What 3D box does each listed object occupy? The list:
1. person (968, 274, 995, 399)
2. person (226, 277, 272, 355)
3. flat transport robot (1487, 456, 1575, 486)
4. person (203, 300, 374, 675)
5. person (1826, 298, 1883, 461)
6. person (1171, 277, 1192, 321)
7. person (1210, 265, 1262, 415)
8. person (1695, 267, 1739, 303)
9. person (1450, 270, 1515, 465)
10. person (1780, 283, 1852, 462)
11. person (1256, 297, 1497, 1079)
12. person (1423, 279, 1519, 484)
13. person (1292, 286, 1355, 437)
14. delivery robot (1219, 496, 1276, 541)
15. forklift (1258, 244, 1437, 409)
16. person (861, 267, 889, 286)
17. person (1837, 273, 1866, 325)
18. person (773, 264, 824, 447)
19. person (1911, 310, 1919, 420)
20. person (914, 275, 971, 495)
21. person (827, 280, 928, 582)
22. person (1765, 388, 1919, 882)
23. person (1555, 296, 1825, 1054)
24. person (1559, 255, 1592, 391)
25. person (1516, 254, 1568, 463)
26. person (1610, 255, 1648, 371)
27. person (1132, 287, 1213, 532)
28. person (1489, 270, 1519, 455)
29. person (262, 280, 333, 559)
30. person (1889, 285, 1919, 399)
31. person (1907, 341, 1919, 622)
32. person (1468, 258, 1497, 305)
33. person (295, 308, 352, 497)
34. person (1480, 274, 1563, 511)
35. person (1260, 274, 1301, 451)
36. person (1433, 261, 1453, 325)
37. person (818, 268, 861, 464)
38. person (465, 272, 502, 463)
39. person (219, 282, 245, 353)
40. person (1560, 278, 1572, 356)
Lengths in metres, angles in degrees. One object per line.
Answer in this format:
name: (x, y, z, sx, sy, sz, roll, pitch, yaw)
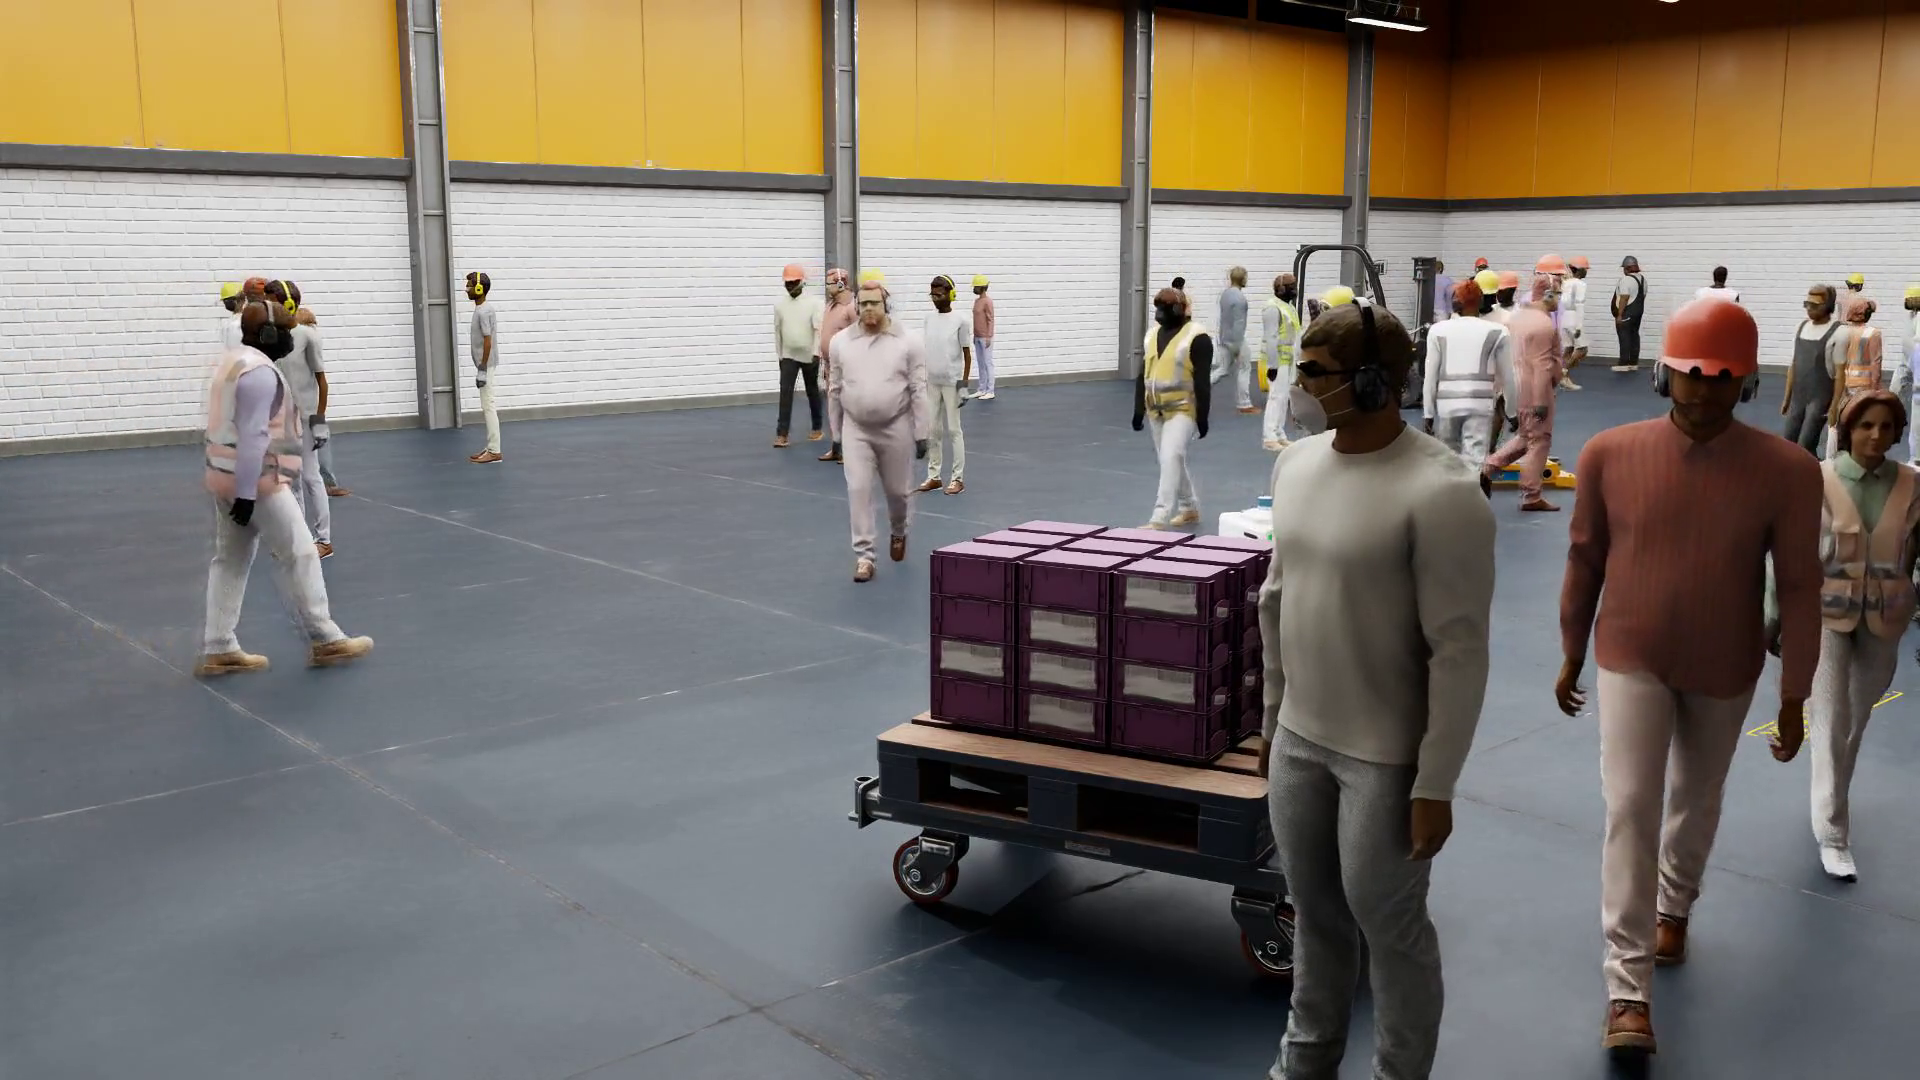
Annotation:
person: (0.313, -2.870, 23.555, 0.329, 1.765, 0.526, -4, 11, -23)
person: (-5.072, -1.000, 12.304, 0.674, 1.862, 0.615, 1, 10, 7)
flat transport robot: (4.658, -0.614, 14.710, 1.431, 0.197, 0.652, 0, 10, -1)
person: (-3.334, -0.256, 8.138, 0.896, 1.798, 0.649, -7, 12, -35)
person: (8.278, -1.415, 15.404, 0.306, 1.637, 0.523, -4, 11, -23)
person: (3.500, -3.400, 26.874, 0.531, 1.690, 0.321, 5, 11, 27)
person: (3.399, -2.531, 21.137, 0.875, 1.914, 0.630, -3, 10, -15)
person: (10.814, -2.970, 23.842, 0.602, 1.867, 0.989, 5, 11, 28)
person: (4.368, -1.314, 14.007, 0.598, 1.904, 0.468, 6, 11, 30)
person: (6.653, -1.076, 12.875, 0.581, 1.822, 0.554, -3, 10, -18)
person: (0.857, 0.452, 3.601, 0.377, 1.937, 0.629, -5, 11, -26)
person: (3.620, -0.904, 11.765, 0.619, 1.857, 0.748, 5, 11, 26)
person: (2.718, -0.987, 12.411, 0.560, 1.807, 0.601, -9, 13, -42)
delivery robot: (1.867, -0.024, 10.148, 0.477, 0.478, 0.707, -3, 10, -17)
forklift: (5.256, -2.933, 22.661, 2.313, 2.155, 1.214, 3, 10, 16)
person: (-0.978, -1.871, 17.290, 0.527, 1.908, 0.593, 5, 11, 28)
person: (13.483, -3.148, 25.173, 0.309, 1.769, 0.524, -2, 10, -11)
person: (-1.725, -1.993, 17.914, 0.609, 1.948, 1.010, 2, 10, 14)
person: (10.415, -1.908, 17.752, 0.404, 1.821, 0.588, 1, 10, 8)
person: (-0.144, -1.318, 14.177, 0.511, 1.865, 0.329, 7, 12, 35)
person: (-0.519, -0.716, 10.602, 0.650, 1.877, 0.833, 1, 10, 4)
person: (3.039, 0.272, 5.662, 0.530, 1.592, 0.890, 2, 10, 13)
person: (1.920, 0.323, 4.413, 0.638, 1.924, 1.056, 4, 10, 21)
person: (9.168, -3.230, 24.885, 0.490, 2.031, 0.605, -2, 10, -11)
person: (5.588, -1.705, 15.912, 0.611, 2.042, 0.395, -7, 12, -35)
person: (11.771, -4.004, 29.381, 0.688, 2.000, 0.536, -7, 12, -36)
person: (1.567, -0.946, 12.223, 0.849, 1.814, 0.660, -8, 12, -38)
person: (5.503, -1.757, 16.684, 0.970, 1.899, 0.541, -7, 12, -36)
person: (-4.423, -0.786, 11.057, 0.535, 1.865, 0.310, 5, 11, 27)
person: (10.832, -2.028, 18.794, 0.865, 1.708, 0.492, 0, 10, -2)
person: (5.481, -0.501, 9.211, 0.546, 1.926, 0.388, -5, 11, -29)
person: (9.747, -4.287, 31.207, 0.614, 1.986, 0.402, -1, 10, -4)
person: (-5.472, -1.110, 13.724, 0.505, 1.607, 0.776, 5, 11, 29)
person: (4.459, -1.156, 13.166, 0.585, 1.885, 0.673, -1, 10, -3)
person: (3.361, -1.847, 17.378, 0.429, 1.836, 0.654, 5, 11, 26)
person: (9.157, -4.400, 32.022, 0.628, 1.933, 0.377, 5, 11, 28)
person: (-1.165, -1.690, 16.242, 0.402, 1.901, 0.651, -7, 12, -34)
person: (-4.691, -1.688, 16.325, 0.328, 1.872, 0.513, -3, 10, -16)
person: (-7.348, -1.745, 16.986, 0.328, 1.760, 0.524, -1, 10, -6)
person: (10.940, -3.939, 30.187, 0.499, 1.634, 0.279, 2, 10, 11)
